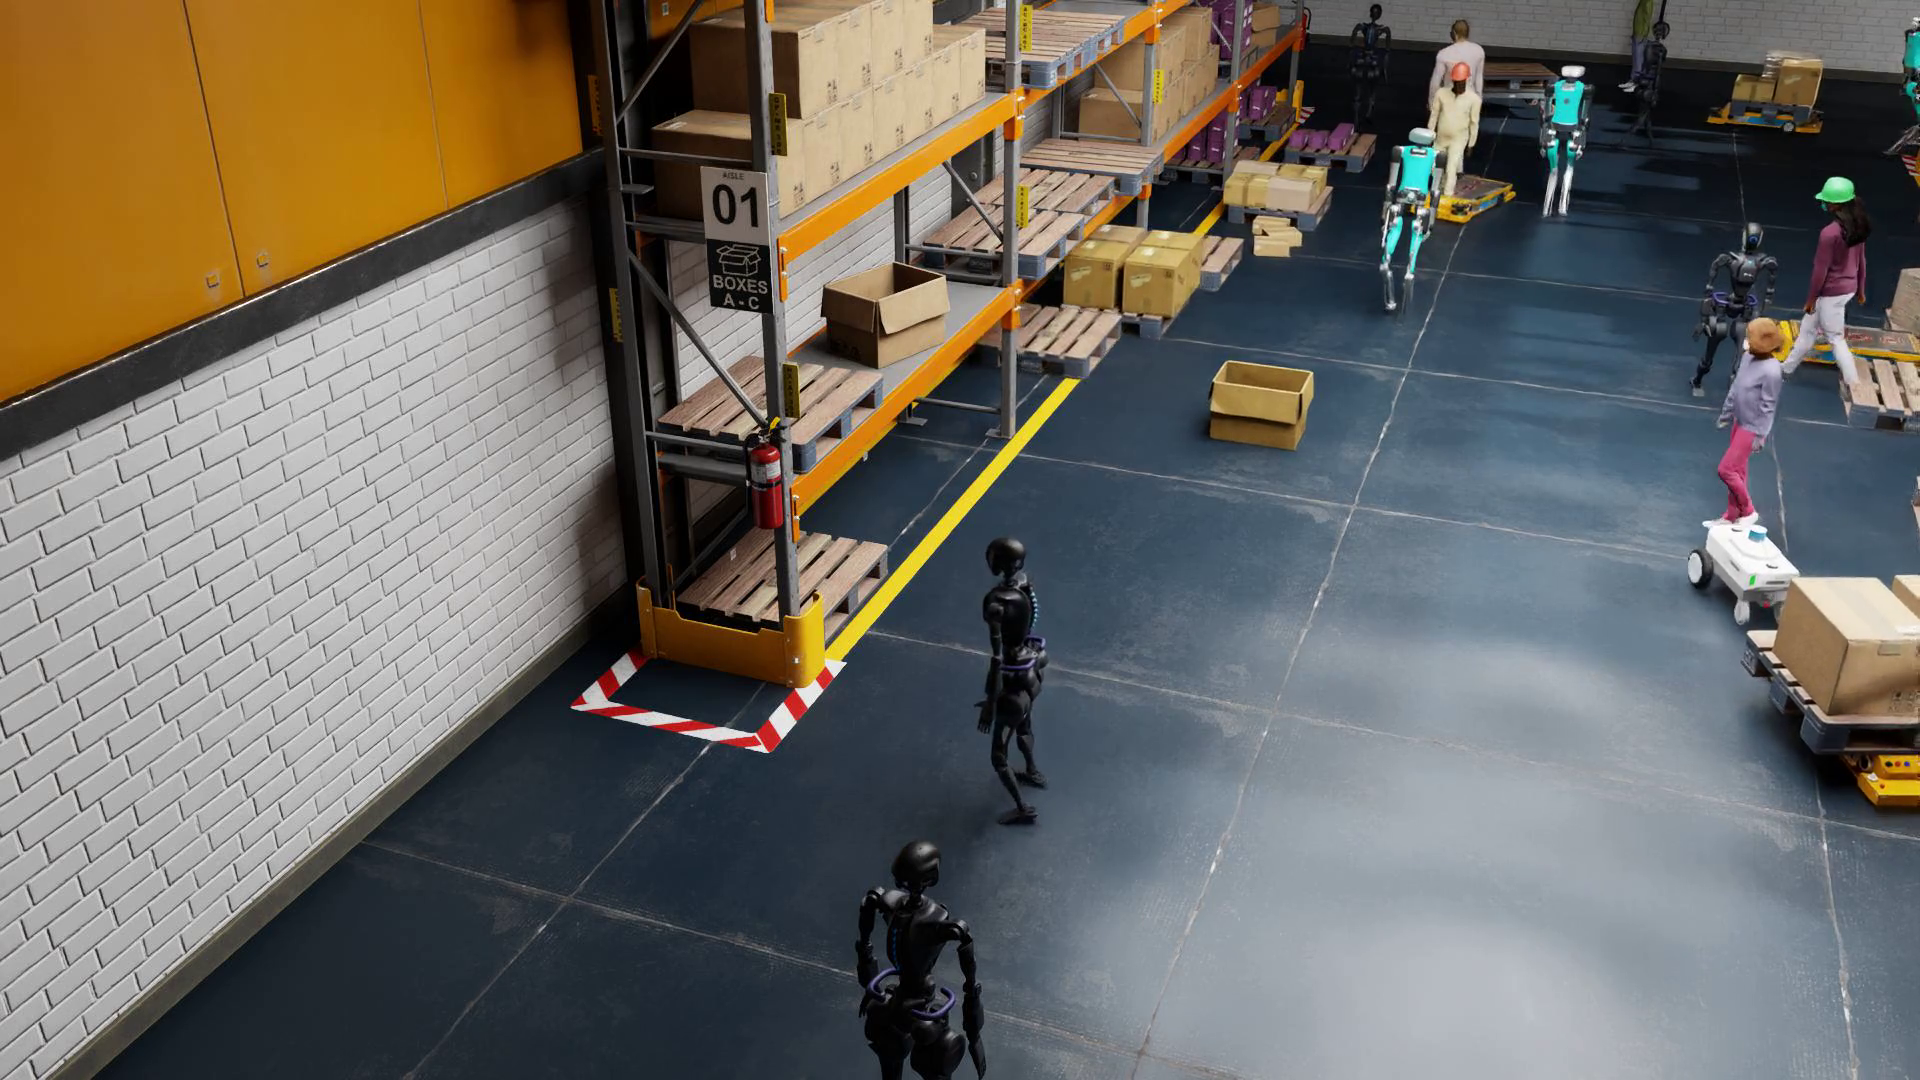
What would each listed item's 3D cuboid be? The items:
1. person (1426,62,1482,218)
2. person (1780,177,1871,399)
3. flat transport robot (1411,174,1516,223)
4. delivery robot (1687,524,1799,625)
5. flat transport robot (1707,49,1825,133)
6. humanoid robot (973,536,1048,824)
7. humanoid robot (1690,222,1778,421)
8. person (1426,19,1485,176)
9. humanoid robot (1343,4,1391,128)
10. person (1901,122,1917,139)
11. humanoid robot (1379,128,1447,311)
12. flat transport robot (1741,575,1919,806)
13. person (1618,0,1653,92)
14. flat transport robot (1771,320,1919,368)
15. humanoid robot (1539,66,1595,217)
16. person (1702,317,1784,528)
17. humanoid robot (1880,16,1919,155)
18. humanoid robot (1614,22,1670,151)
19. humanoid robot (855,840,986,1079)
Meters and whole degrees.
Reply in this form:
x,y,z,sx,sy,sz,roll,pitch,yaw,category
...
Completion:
x,y,z,sx,sy,sz,roll,pitch,yaw,category
5.641,-4.621,19.109,0.589,1.731,0.639,18,32,31,person
7.468,-2.139,14.144,0.538,1.884,0.962,-21,34,-34,person
5.933,-4.019,19.547,0.659,0.231,1.431,21,34,35,flat transport robot
5.250,0.184,11.103,0.499,0.614,0.791,-1,27,-1,delivery robot
11.233,-5.890,23.176,1.431,0.231,0.659,13,30,24,flat transport robot
0.289,0.724,8.826,0.336,1.646,0.620,9,29,17,humanoid robot
6.454,-1.868,13.892,0.589,1.636,0.764,4,28,7,humanoid robot
6.106,-5.486,20.634,0.635,1.868,1.059,-7,28,-13,person
5.580,-6.508,22.845,0.608,1.647,0.375,9,29,18,humanoid robot
13.140,-6.159,22.115,0.881,1.721,0.741,-12,30,-22,person
4.282,-2.968,15.986,0.543,1.840,0.774,10,29,19,humanoid robot
5.328,1.060,9.695,0.659,0.231,1.431,0,27,0,flat transport robot
10.177,-7.563,24.929,0.275,1.631,0.505,4,28,8,person
8.058,-1.754,15.153,1.431,0.231,0.659,9,29,17,flat transport robot
6.888,-4.528,18.954,0.542,1.813,0.760,13,30,24,humanoid robot
5.561,-0.799,11.823,0.340,1.620,0.511,3,27,5,person
12.499,-5.839,21.489,0.868,1.775,0.551,0,27,0,humanoid robot
8.990,-5.927,21.735,0.670,1.641,0.609,0,27,1,humanoid robot
-0.176,1.881,6.550,0.599,1.657,0.315,16,31,28,humanoid robot
